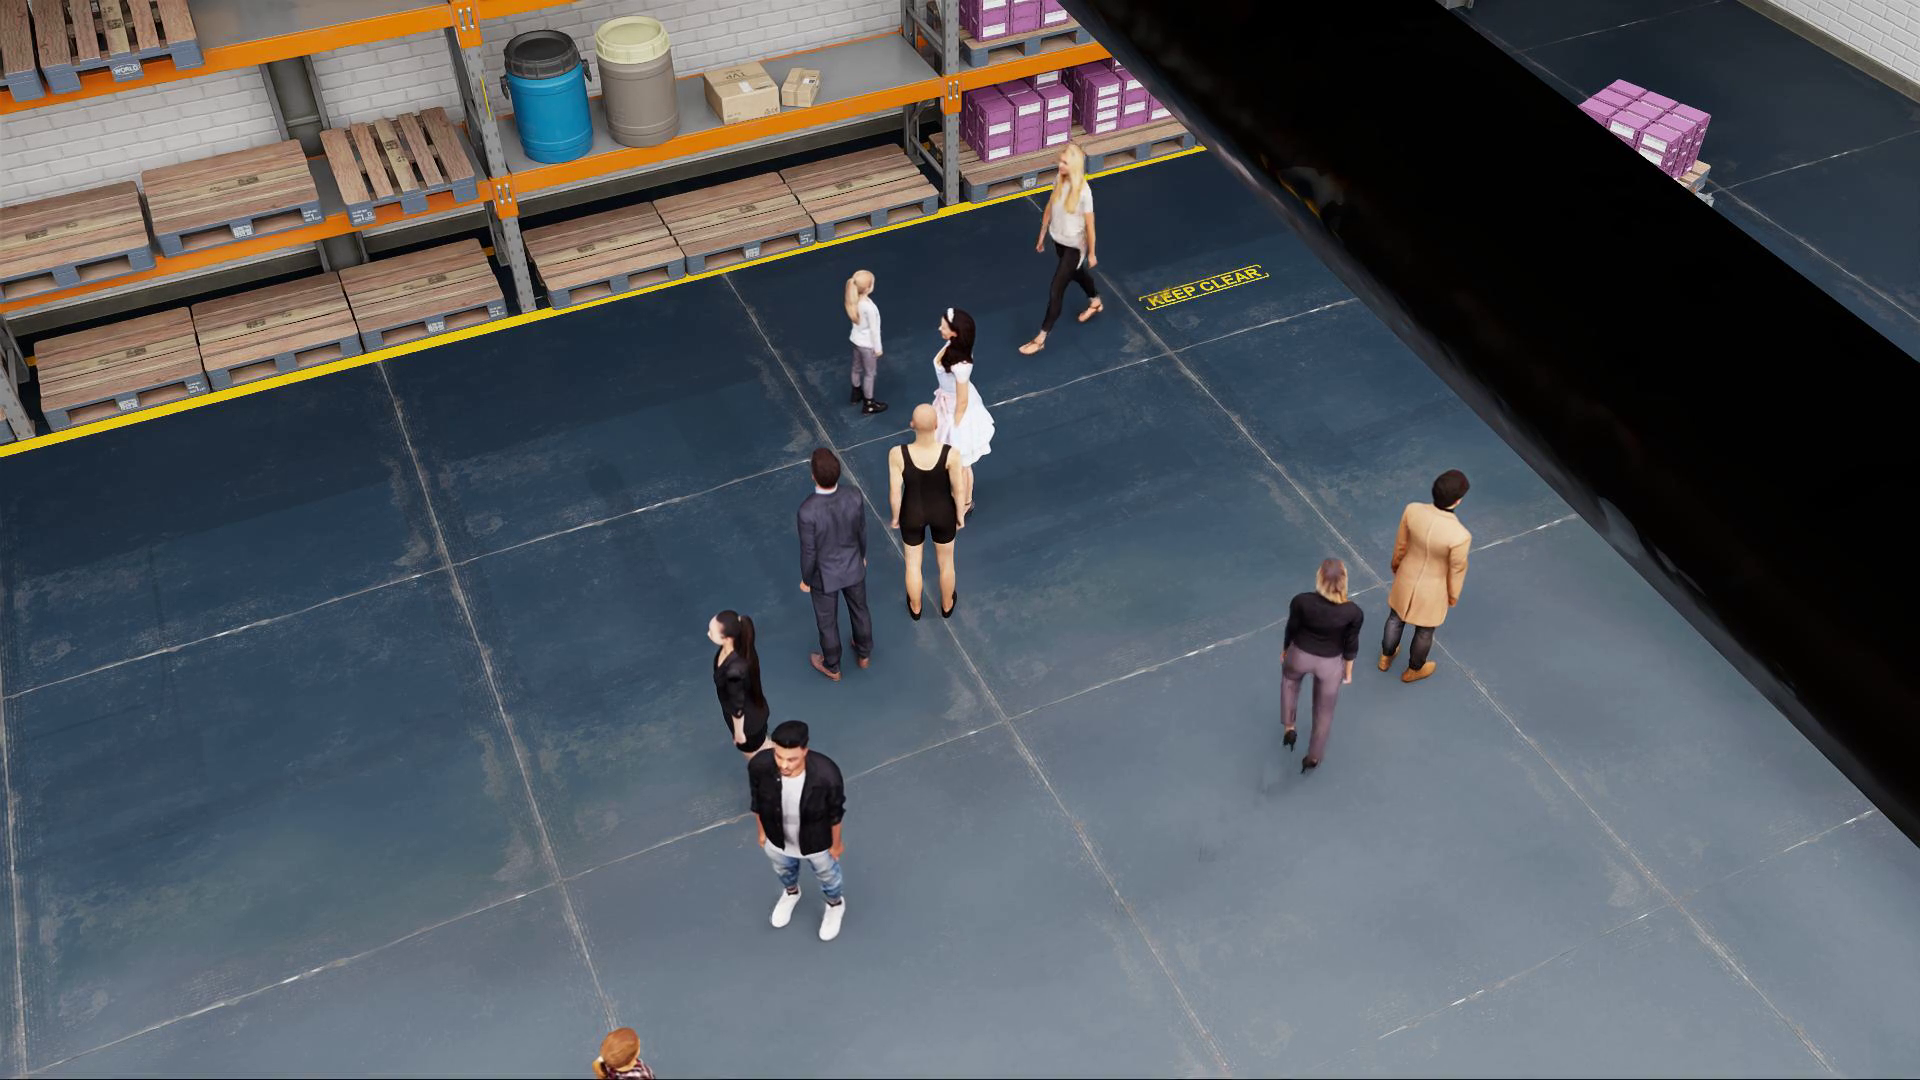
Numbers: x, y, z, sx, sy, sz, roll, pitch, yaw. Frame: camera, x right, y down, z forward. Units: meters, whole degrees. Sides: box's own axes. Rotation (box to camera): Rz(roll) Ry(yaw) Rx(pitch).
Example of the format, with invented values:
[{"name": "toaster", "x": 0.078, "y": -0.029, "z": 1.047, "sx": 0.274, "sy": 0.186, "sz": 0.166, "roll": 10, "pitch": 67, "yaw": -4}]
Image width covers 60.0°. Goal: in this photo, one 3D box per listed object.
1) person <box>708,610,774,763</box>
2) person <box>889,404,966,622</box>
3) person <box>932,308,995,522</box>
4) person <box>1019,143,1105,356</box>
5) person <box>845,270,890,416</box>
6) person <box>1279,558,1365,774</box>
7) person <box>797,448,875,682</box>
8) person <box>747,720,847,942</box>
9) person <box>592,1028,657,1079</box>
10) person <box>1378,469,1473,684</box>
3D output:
[{"name": "person", "x": -1.260, "y": 1.017, "z": 9.910, "sx": 0.666, "sy": 1.693, "sz": 0.666, "roll": -2, "pitch": 44, "yaw": -2}, {"name": "person", "x": -0.218, "y": -0.163, "z": 11.062, "sx": 0.601, "sy": 1.812, "sz": 0.766, "roll": -1, "pitch": 44, "yaw": -1}, {"name": "person", "x": -0.022, "y": -0.884, "z": 11.816, "sx": 0.832, "sy": 1.817, "sz": 0.797, "roll": -5, "pitch": 44, "yaw": -5}, {"name": "person", "x": 0.955, "y": -2.401, "z": 13.439, "sx": 1.244, "sy": 1.774, "sz": 0.802, "roll": -27, "pitch": 50, "yaw": -26}, {"name": "person", "x": -0.747, "y": -1.537, "z": 12.892, "sx": 0.517, "sy": 1.276, "sz": 0.513, "roll": -24, "pitch": 49, "yaw": -23}, {"name": "person", "x": 2.137, "y": 0.819, "z": 10.145, "sx": 0.749, "sy": 1.655, "sz": 0.812, "roll": 15, "pitch": 46, "yaw": 15}, {"name": "person", "x": -0.804, "y": 0.170, "z": 10.672, "sx": 0.554, "sy": 1.868, "sz": 0.717, "roll": -22, "pitch": 48, "yaw": -22}, {"name": "person", "x": -0.882, "y": 1.569, "z": 9.249, "sx": 0.769, "sy": 1.804, "sz": 0.847, "roll": 11, "pitch": 45, "yaw": 11}, {"name": "person", "x": -1.625, "y": 2.831, "z": 8.287, "sx": 0.592, "sy": 1.304, "sz": 0.581, "roll": -33, "pitch": 52, "yaw": -30}, {"name": "person", "x": 2.986, "y": 0.240, "z": 10.701, "sx": 0.740, "sy": 1.726, "sz": 0.749, "roll": 32, "pitch": 52, "yaw": 29}]
